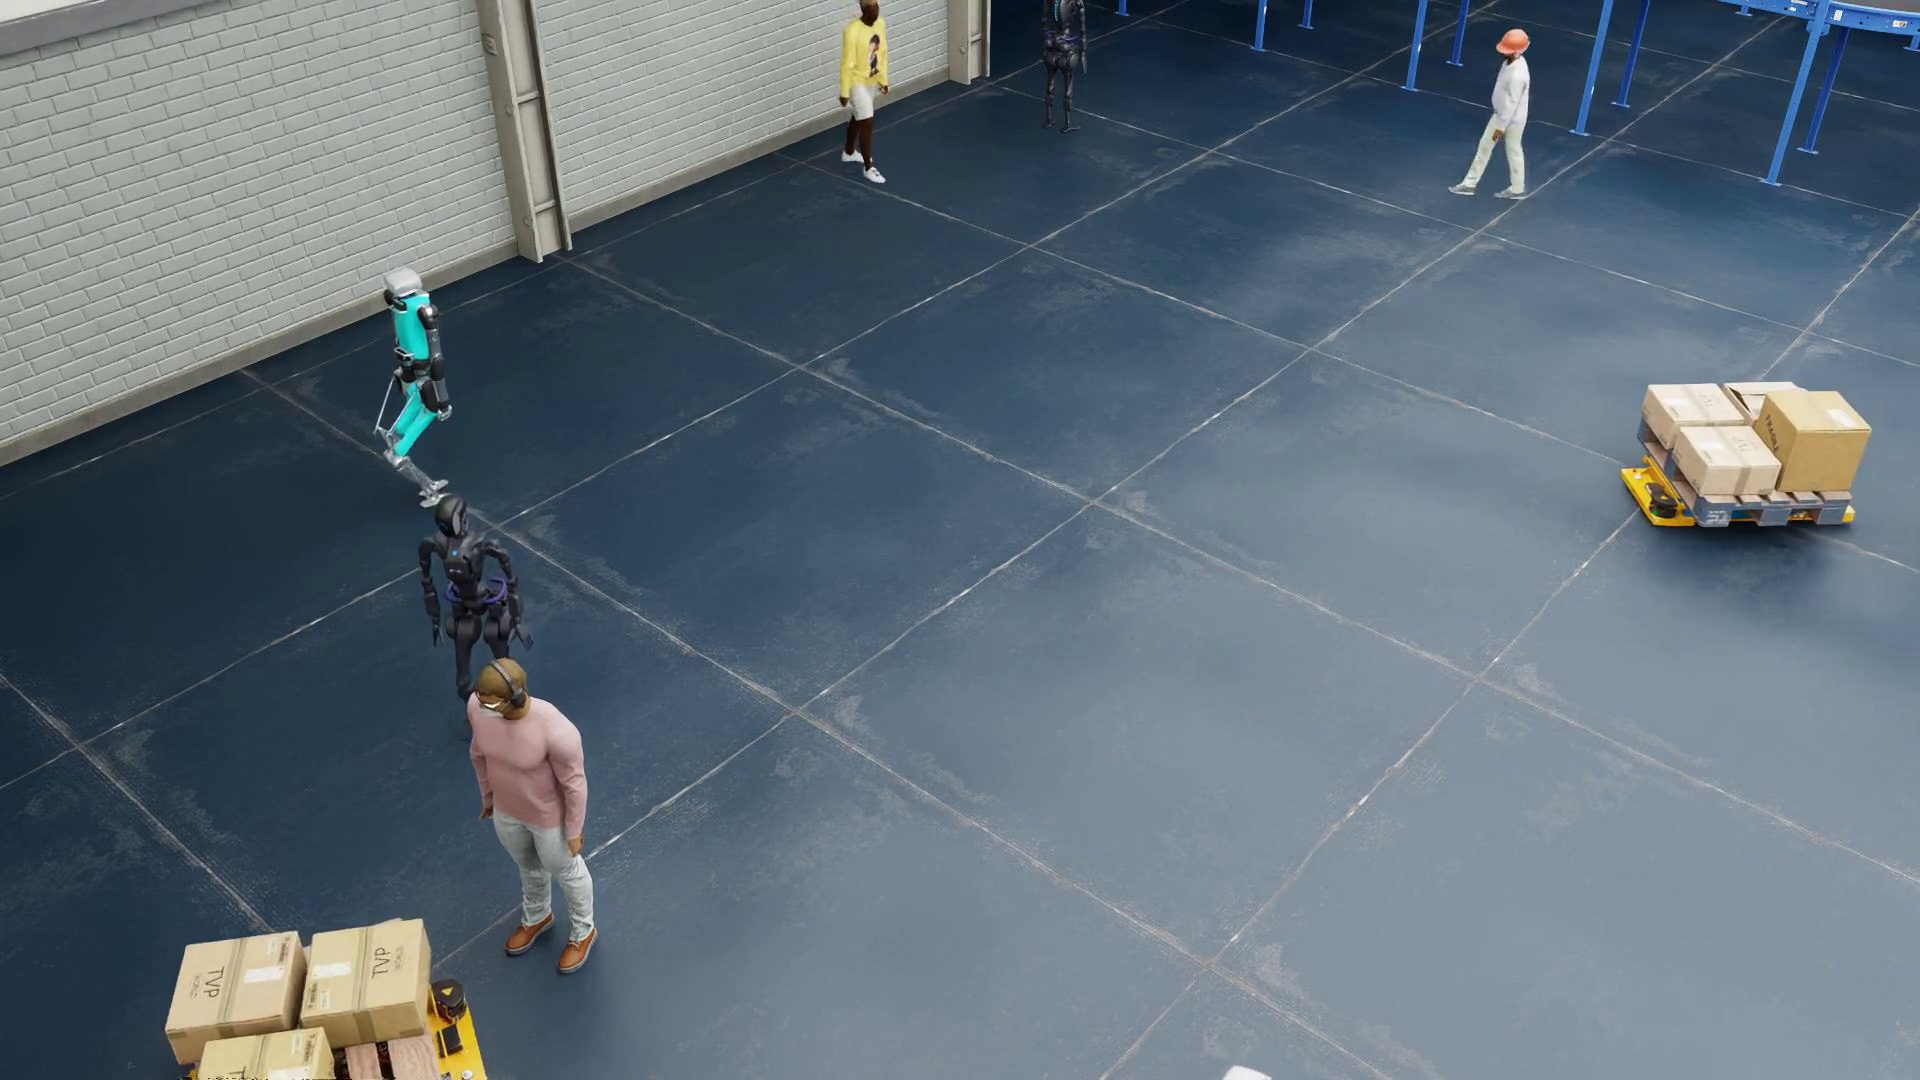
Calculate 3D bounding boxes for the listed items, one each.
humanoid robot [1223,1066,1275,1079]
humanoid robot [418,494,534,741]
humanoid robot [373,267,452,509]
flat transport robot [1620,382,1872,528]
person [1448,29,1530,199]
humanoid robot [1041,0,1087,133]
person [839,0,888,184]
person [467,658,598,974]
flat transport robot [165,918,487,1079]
[{"bbox_3d":[0.965,2.814,6.209,0.530,1.803,0.801,10,37,13],"label":"humanoid robot"},{"bbox_3d":[-2.761,0.455,9.533,0.609,1.655,0.356,3,36,4],"label":"humanoid robot"},{"bbox_3d":[-3.843,-0.979,11.439,0.537,1.735,0.695,28,44,34],"label":"humanoid robot"},{"bbox_3d":[5.556,-0.364,11.899,1.431,0.231,0.659,-1,35,-2],"label":"flat transport robot"},{"bbox_3d":[5.144,-4.034,15.808,0.794,1.703,0.583,-1,35,-1],"label":"person"},{"bbox_3d":[1.061,-5.112,17.339,0.599,1.657,0.315,27,43,32],"label":"humanoid robot"},{"bbox_3d":[-0.977,-4.485,16.336,0.727,1.844,0.558,23,41,29],"label":"person"},{"bbox_3d":[-2.077,1.322,8.098,0.627,1.934,0.371,16,38,21],"label":"person"},{"bbox_3d":[-2.988,2.567,7.783,1.431,0.231,0.659,-15,38,-19],"label":"flat transport robot"}]
